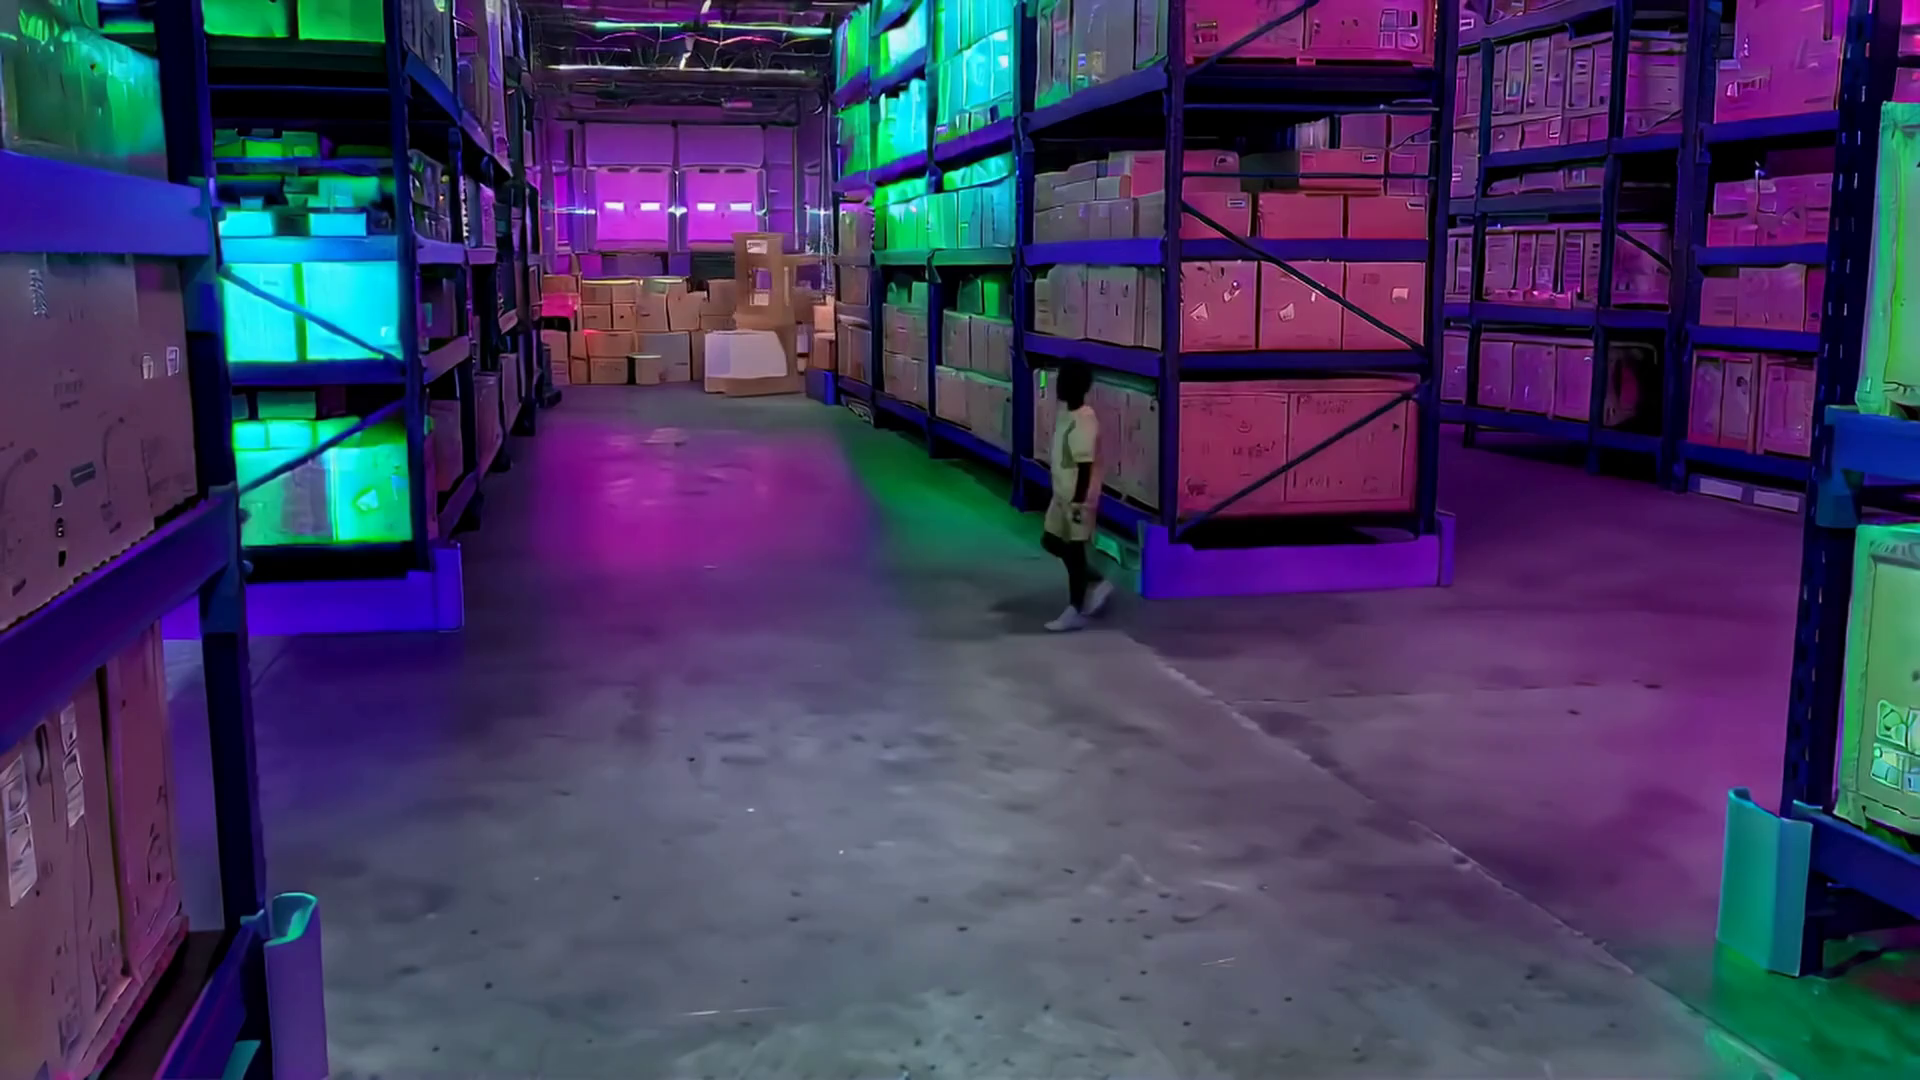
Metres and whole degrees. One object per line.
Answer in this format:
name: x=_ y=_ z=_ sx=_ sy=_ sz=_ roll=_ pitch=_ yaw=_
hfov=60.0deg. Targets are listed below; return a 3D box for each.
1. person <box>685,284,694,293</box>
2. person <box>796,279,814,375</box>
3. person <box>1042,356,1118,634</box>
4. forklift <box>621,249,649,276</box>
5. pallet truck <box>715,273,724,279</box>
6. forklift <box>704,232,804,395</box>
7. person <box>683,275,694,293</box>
person: x=-6.107 y=-4.809 z=37.323 sx=0.430 sy=1.837 sz=0.620 roll=-6 pitch=11 yaw=-32
person: x=-2.908 y=-3.879 z=31.162 sx=0.378 sy=1.995 sz=0.612 roll=-6 pitch=11 yaw=-33
person: x=0.724 y=-0.271 z=10.083 sx=0.427 sy=1.684 sz=0.550 roll=-2 pitch=10 yaw=-12
forklift: x=-11.119 y=-8.584 z=57.144 sx=1.129 sy=2.768 sz=1.873 roll=-7 pitch=12 yaw=-38
pallet truck: x=-8.580 y=-8.986 z=62.280 sx=1.885 sy=1.965 sz=0.823 roll=1 pitch=9 yaw=5
forklift: x=-3.530 y=-3.992 z=29.156 sx=1.129 sy=2.768 sz=1.873 roll=6 pitch=11 yaw=32
person: x=-10.044 y=-8.803 z=61.381 sx=0.588 sy=1.927 sz=0.371 roll=5 pitch=10 yaw=27
